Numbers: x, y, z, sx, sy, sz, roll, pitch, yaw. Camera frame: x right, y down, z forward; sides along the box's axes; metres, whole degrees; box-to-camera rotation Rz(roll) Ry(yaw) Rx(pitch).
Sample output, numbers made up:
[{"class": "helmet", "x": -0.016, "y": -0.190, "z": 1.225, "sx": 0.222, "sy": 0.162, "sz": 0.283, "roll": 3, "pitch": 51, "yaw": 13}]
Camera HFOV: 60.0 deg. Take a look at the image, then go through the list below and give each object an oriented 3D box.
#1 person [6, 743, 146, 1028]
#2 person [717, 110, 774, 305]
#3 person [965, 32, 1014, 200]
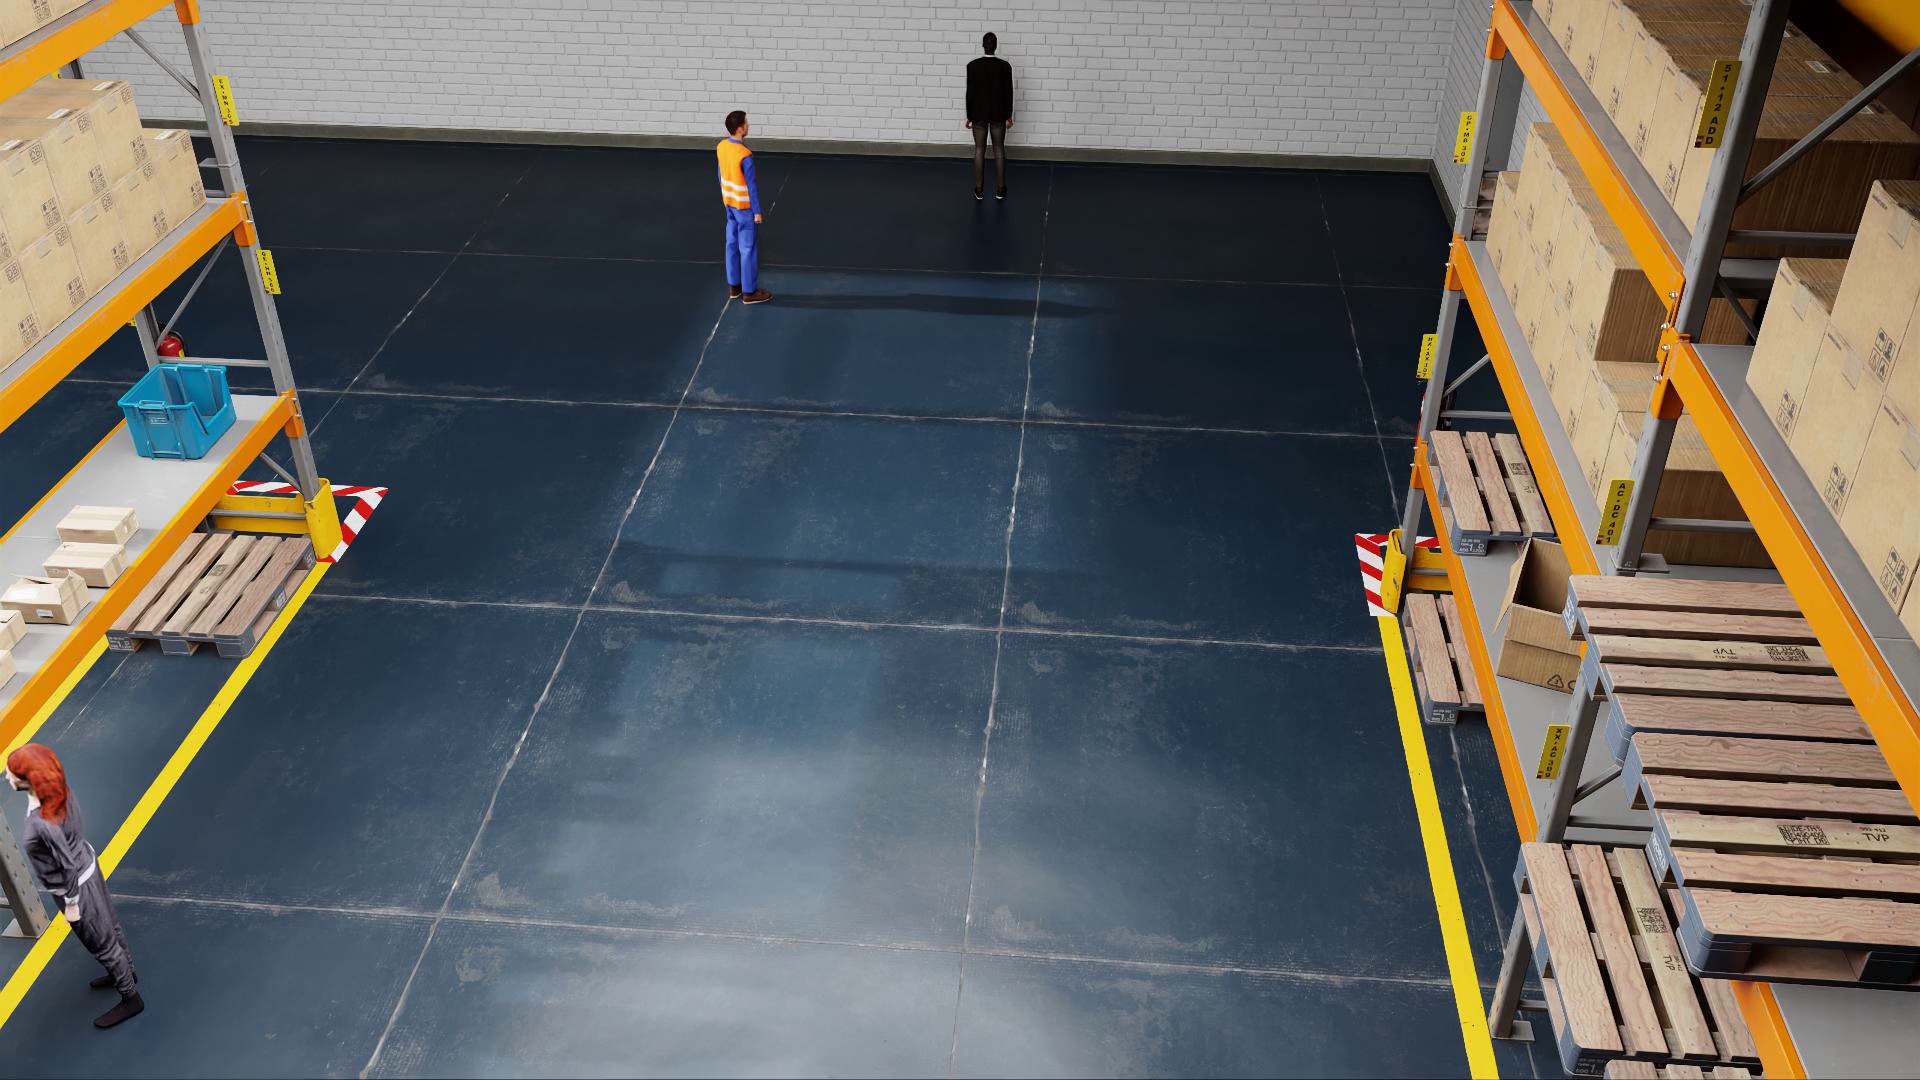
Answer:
[{"class": "person", "x": -4.508, "y": 1.740, "z": 8.479, "sx": 0.715, "sy": 1.780, "sz": 0.607, "roll": -16, "pitch": 37, "yaw": -22}, {"class": "person", "x": -2.080, "y": -3.168, "z": 15.789, "sx": 0.841, "sy": 1.862, "sz": 0.788, "roll": -26, "pitch": 42, "yaw": -34}, {"class": "person", "x": 0.313, "y": -4.579, "z": 17.968, "sx": 0.681, "sy": 1.799, "sz": 0.558, "roll": 0, "pitch": 34, "yaw": 0}]
